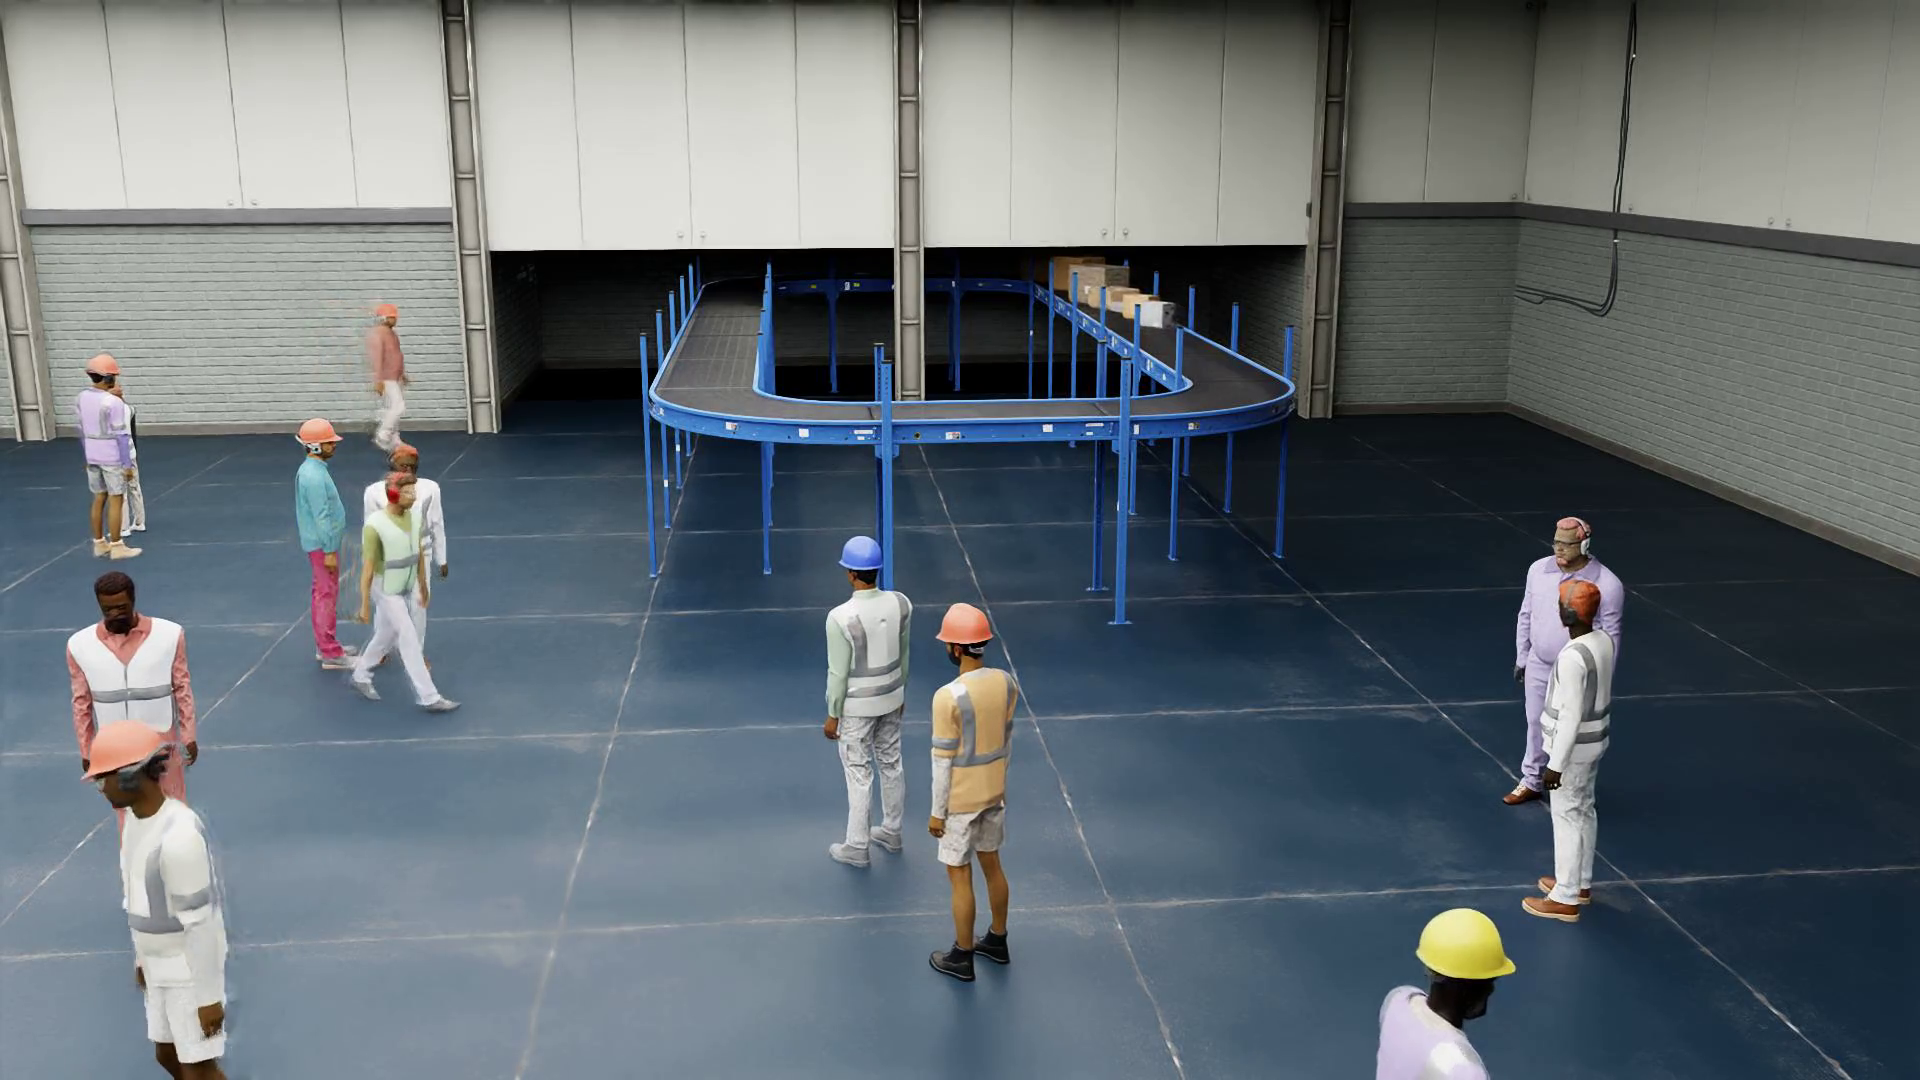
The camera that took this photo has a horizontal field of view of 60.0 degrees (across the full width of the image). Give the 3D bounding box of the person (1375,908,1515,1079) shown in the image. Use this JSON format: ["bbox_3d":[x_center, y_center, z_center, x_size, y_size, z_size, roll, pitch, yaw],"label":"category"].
[{"bbox_3d":[1.477,2.043,5.222,0.386,1.923,0.613,-2,14,-7],"label":"person"}]

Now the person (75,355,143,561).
[{"bbox_3d":[-8.399,-0.813,16.446,0.605,2.033,0.433,6,15,24],"label":"person"}]

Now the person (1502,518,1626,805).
[{"bbox_3d":[3.709,0.790,10.267,0.402,1.906,0.652,-12,18,-40],"label":"person"}]

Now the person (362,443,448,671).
[{"bbox_3d":[-4.344,0.146,12.983,0.652,1.852,0.466,-5,15,-19],"label":"person"}]

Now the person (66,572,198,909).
[{"bbox_3d":[-4.508,1.080,9.114,0.600,1.907,0.411,-5,15,-20],"label":"person"}]

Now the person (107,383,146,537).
[{"bbox_3d":[-8.770,-0.844,17.345,0.305,1.639,0.522,3,14,13],"label":"person"}]

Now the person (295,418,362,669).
[{"bbox_3d":[-5.016,0.025,13.149,0.382,1.995,0.612,-7,16,-26],"label":"person"}]

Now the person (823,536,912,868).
[{"bbox_3d":[-0.542,0.929,9.633,0.405,1.945,0.613,13,19,43],"label":"person"}]

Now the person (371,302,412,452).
[{"bbox_3d":[-7.428,-2.122,21.760,0.429,1.977,0.622,0,14,0],"label":"person"}]

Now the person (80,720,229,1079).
[{"bbox_3d":[-3.065,1.683,6.533,0.449,1.999,0.748,-13,19,-43],"label":"person"}]

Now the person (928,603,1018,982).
[{"bbox_3d":[0.039,1.259,8.361,0.390,1.930,0.540,12,18,39],"label":"person"}]

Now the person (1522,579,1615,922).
[{"bbox_3d":[3.302,1.127,8.966,0.346,1.881,0.578,11,18,37],"label":"person"}]

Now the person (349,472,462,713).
[{"bbox_3d":[-4.165,0.373,12.172,0.986,1.793,0.593,3,14,13],"label":"person"}]
